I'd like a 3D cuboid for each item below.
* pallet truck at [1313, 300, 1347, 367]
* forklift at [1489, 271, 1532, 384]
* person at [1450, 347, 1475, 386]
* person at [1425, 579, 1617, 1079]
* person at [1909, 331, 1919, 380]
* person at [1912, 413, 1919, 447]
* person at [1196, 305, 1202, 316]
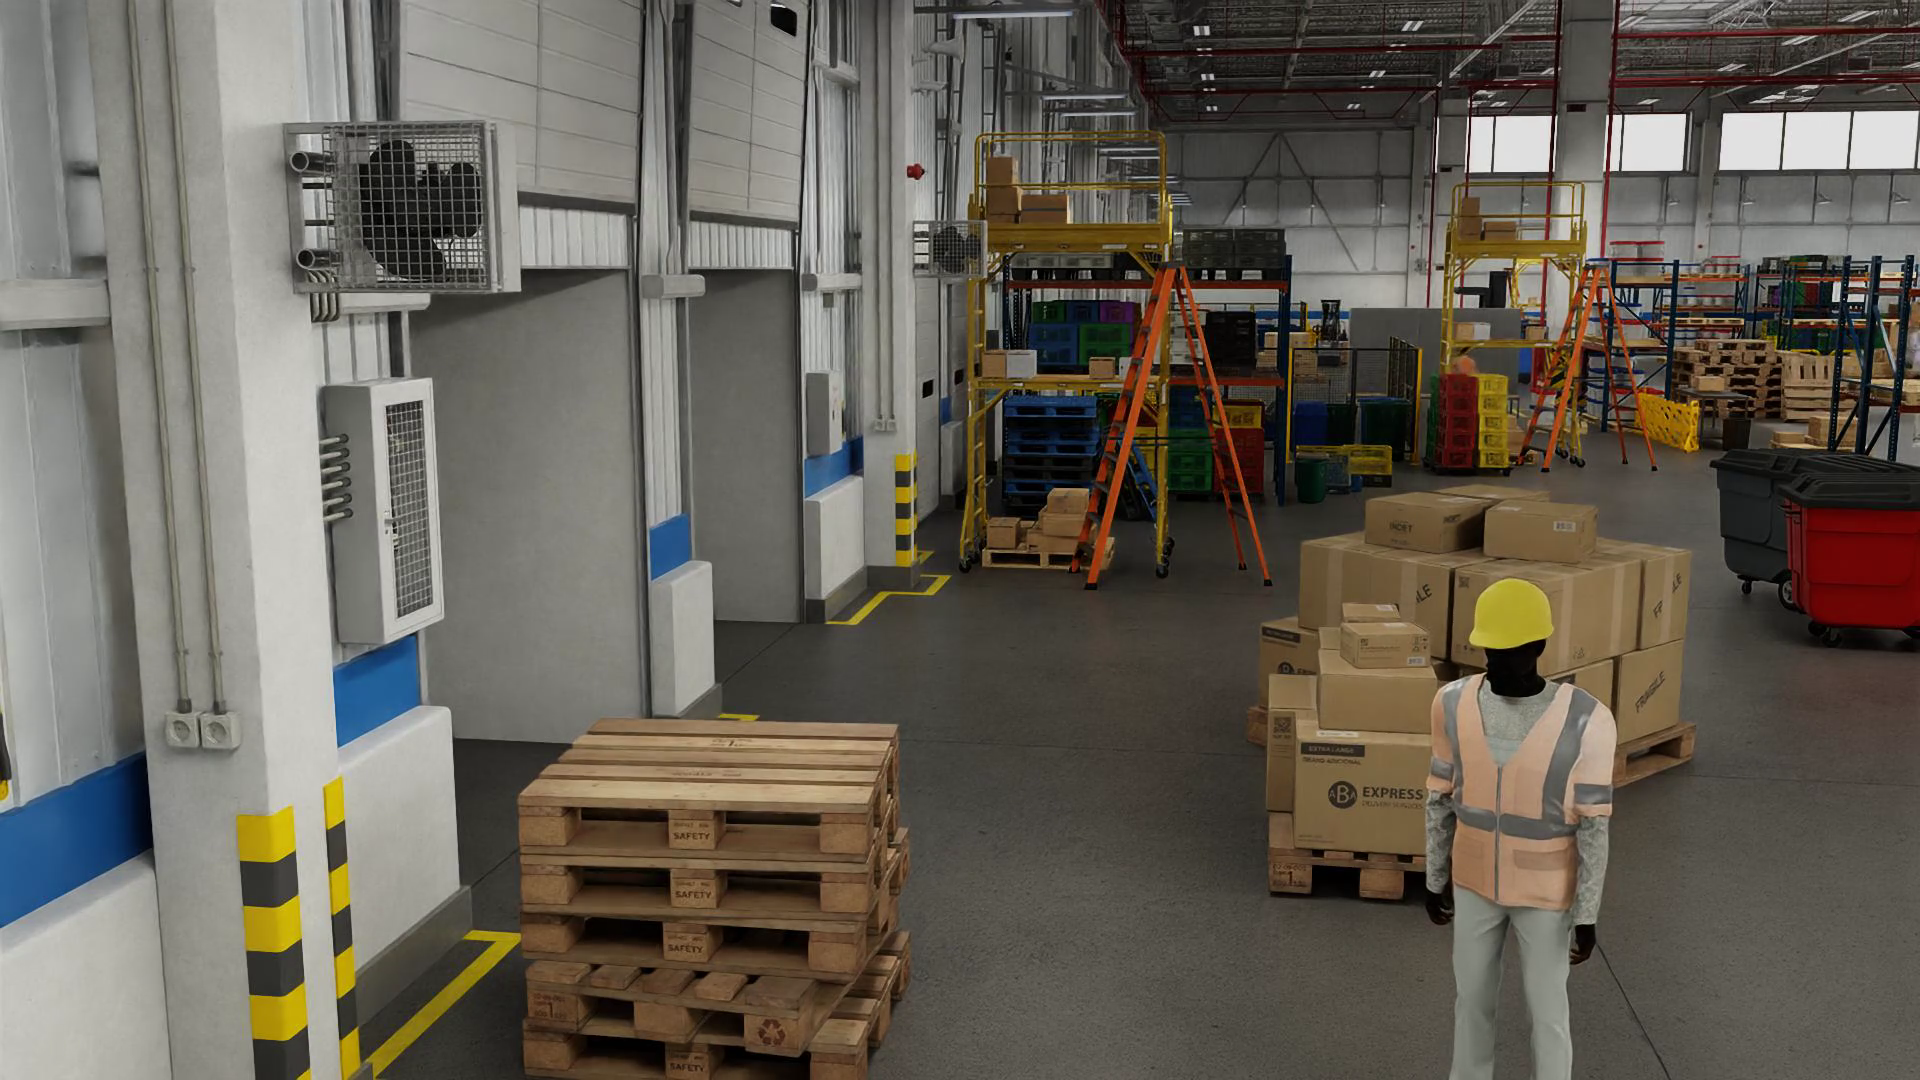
[{"bbox_3d":[11.159,-6.200,49.718,0.823,1.965,1.885,4,10,26],"label":"pallet truck"},{"bbox_3d":[13.422,-5.322,41.591,1.873,2.768,1.129,1,9,9],"label":"forklift"},{"bbox_3d":[8.641,-2.630,28.810,0.532,1.638,0.918,-4,10,-26],"label":"person"},{"bbox_3d":[1.707,1.063,5.177,0.585,1.919,0.397,8,12,39],"label":"person"},{"bbox_3d":[20.848,-3.907,35.986,0.546,1.882,1.044,-2,9,-12],"label":"person"},{"bbox_3d":[15.628,-2.355,26.809,0.320,1.739,0.485,9,13,43],"label":"person"},{"bbox_3d":[6.212,-5.201,43.738,0.378,1.938,0.547,-7,12,-39],"label":"person"}]
